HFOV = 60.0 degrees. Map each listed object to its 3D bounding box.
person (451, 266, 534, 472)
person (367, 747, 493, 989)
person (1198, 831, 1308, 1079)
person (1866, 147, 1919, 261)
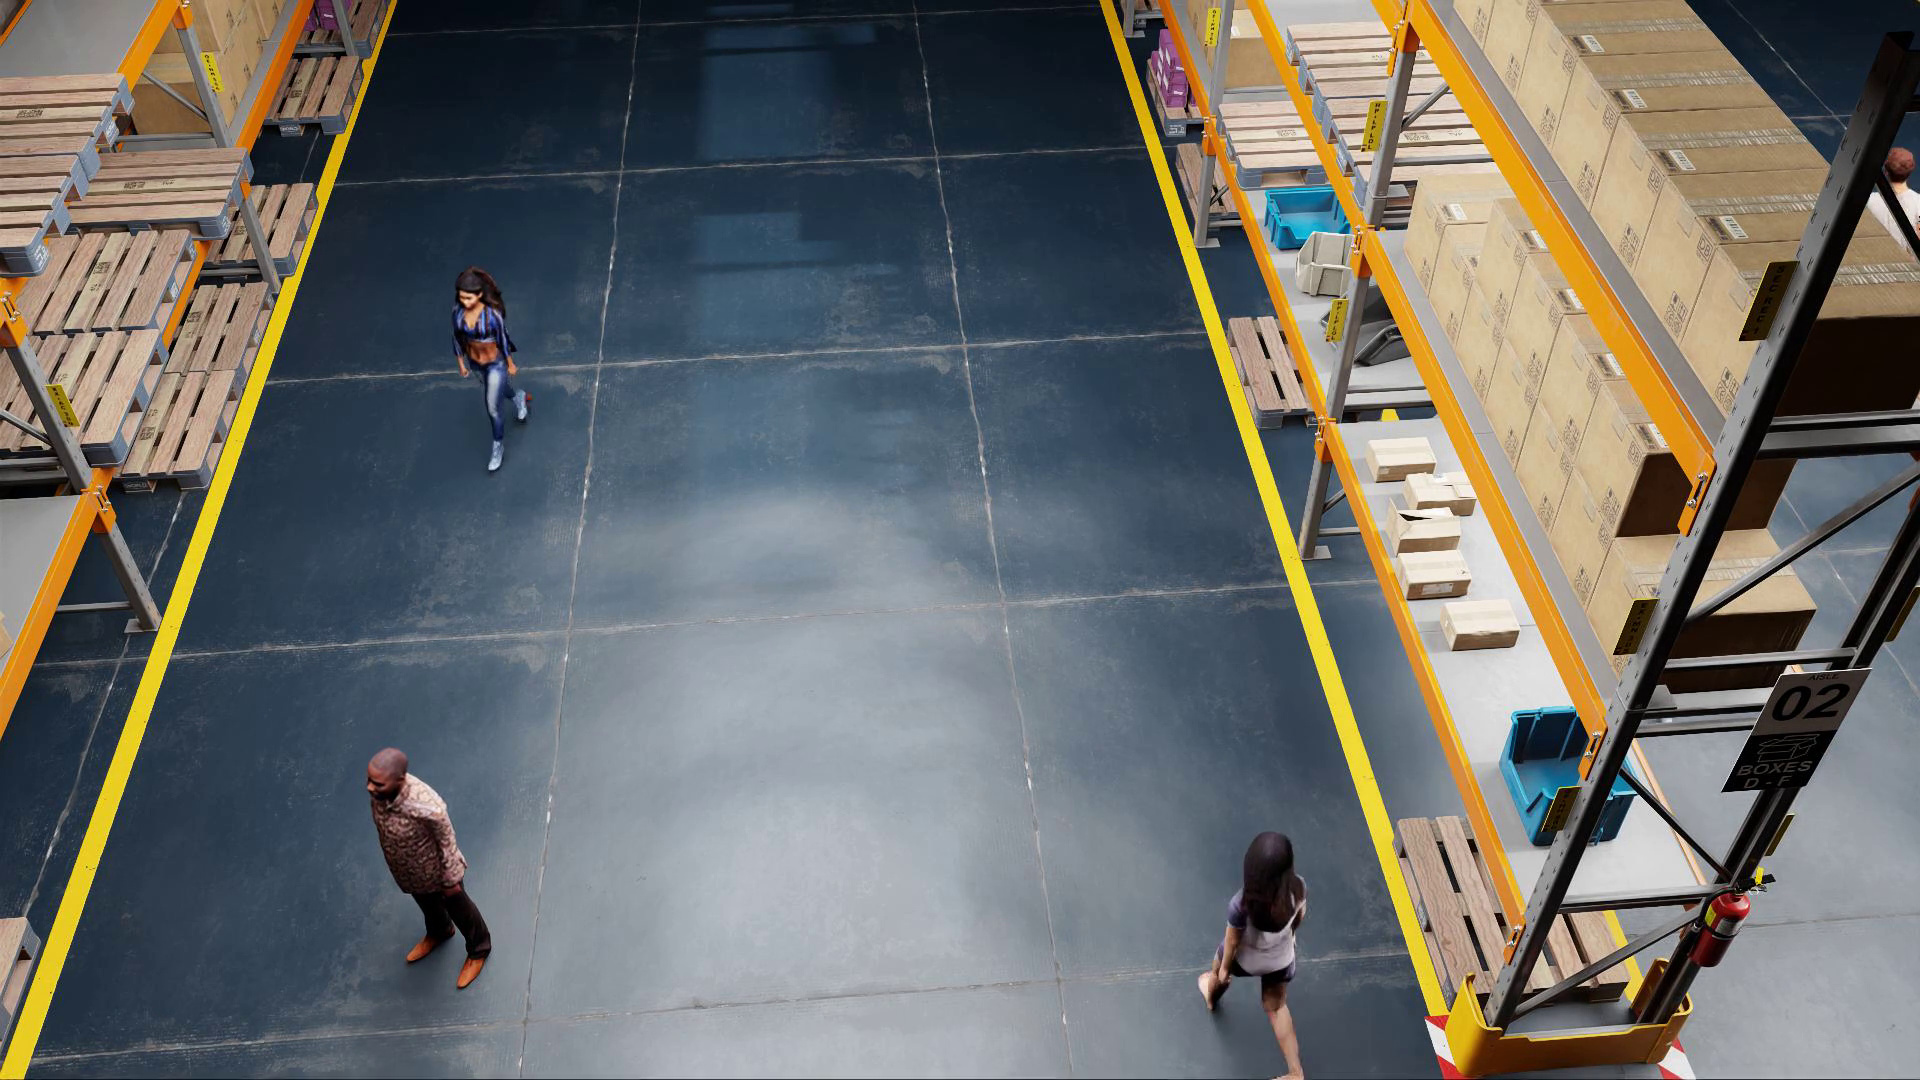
[{"bbox_3d":[-3.473,-1.347,12.359,0.851,1.585,1.108,10,45,11],"label":"person"},{"bbox_3d":[-2.885,1.719,8.979,0.774,1.808,0.792,21,48,21],"label":"person"},{"bbox_3d":[1.587,2.204,8.575,0.832,1.664,1.171,-16,46,-16],"label":"person"},{"bbox_3d":[7.116,-2.088,12.938,0.859,1.859,0.912,12,45,12],"label":"person"}]
